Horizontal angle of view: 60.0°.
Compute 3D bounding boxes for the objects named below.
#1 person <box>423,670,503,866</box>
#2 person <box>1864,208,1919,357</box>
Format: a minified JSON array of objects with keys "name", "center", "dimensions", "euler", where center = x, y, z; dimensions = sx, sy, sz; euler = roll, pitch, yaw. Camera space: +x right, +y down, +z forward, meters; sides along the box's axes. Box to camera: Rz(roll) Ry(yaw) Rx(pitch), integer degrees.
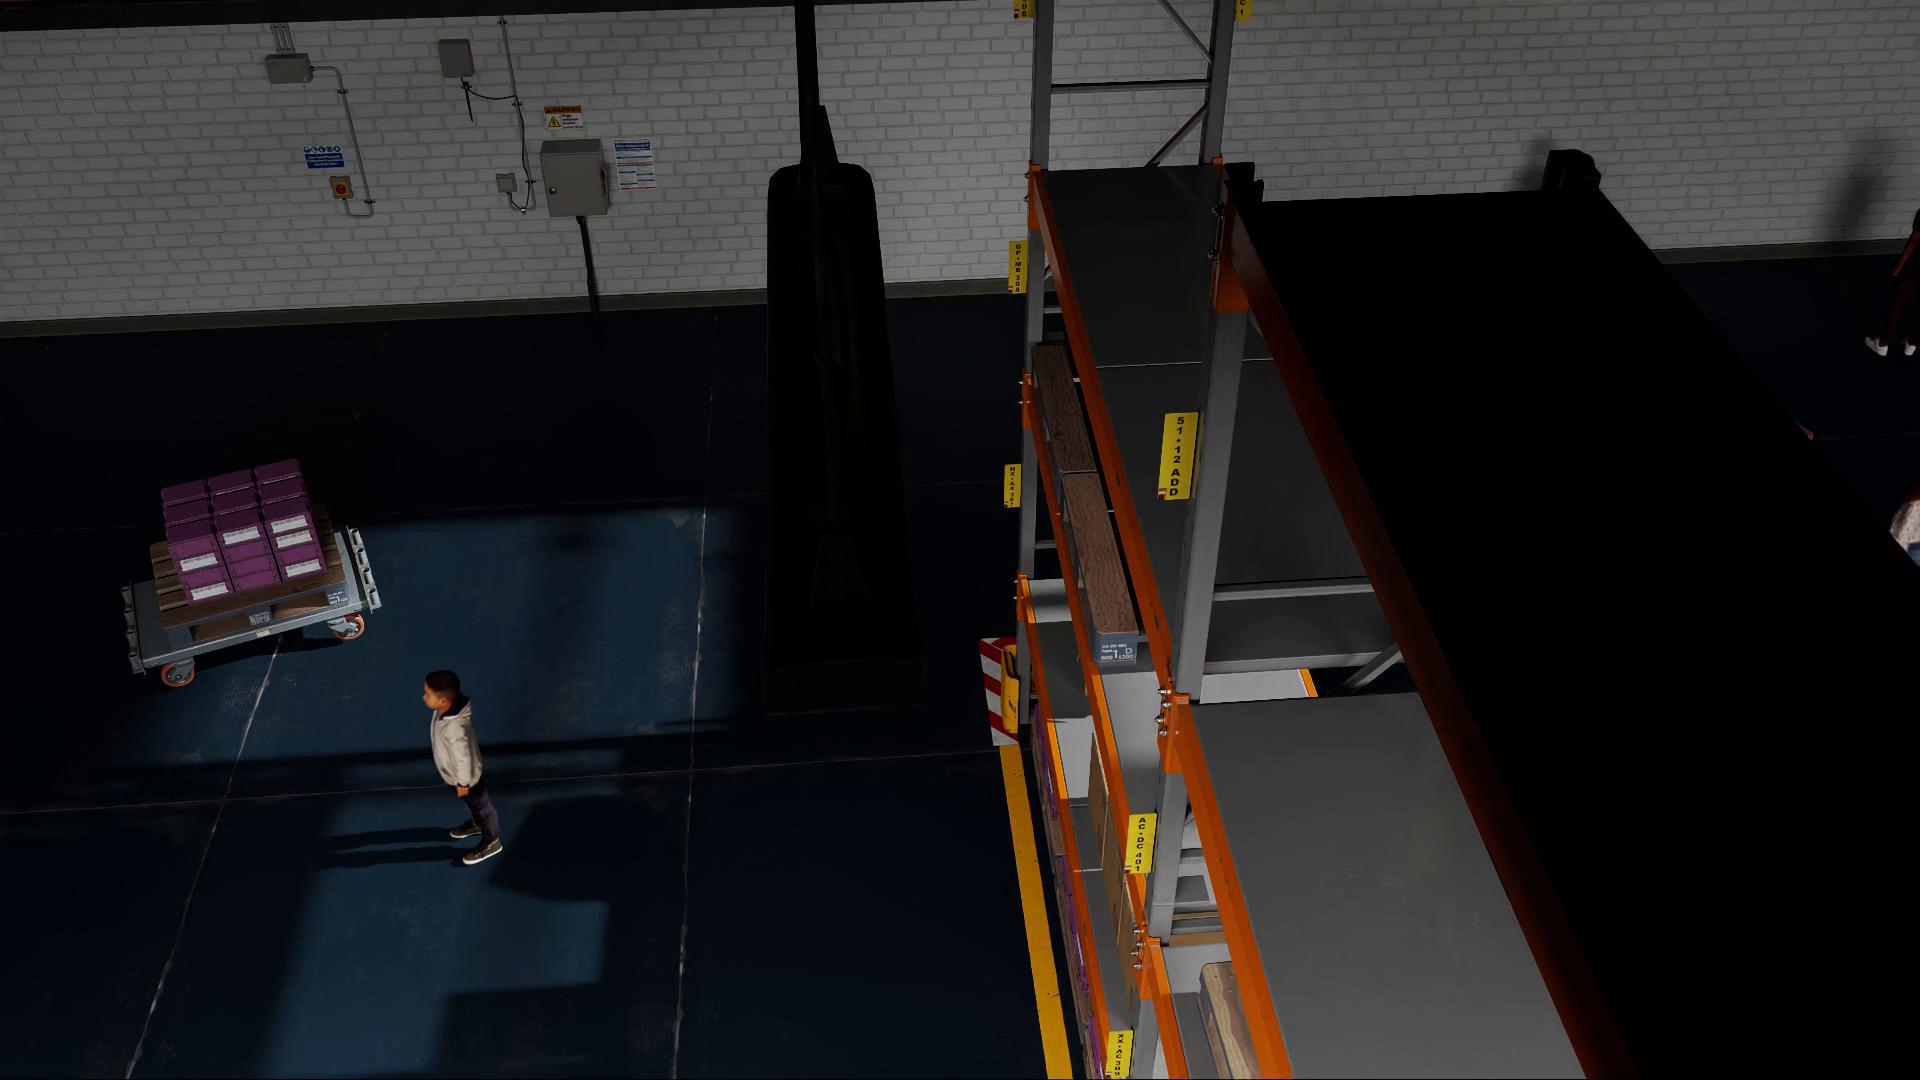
[{"name":"person","center":[-2.997,1.335,10.013],"dimensions":[0.714,1.455,0.595],"euler":[-20,43,-23]},{"name":"person","center":[8.387,-2.411,14.440],"dimensions":[0.653,1.784,0.598],"euler":[1,39,1]}]
